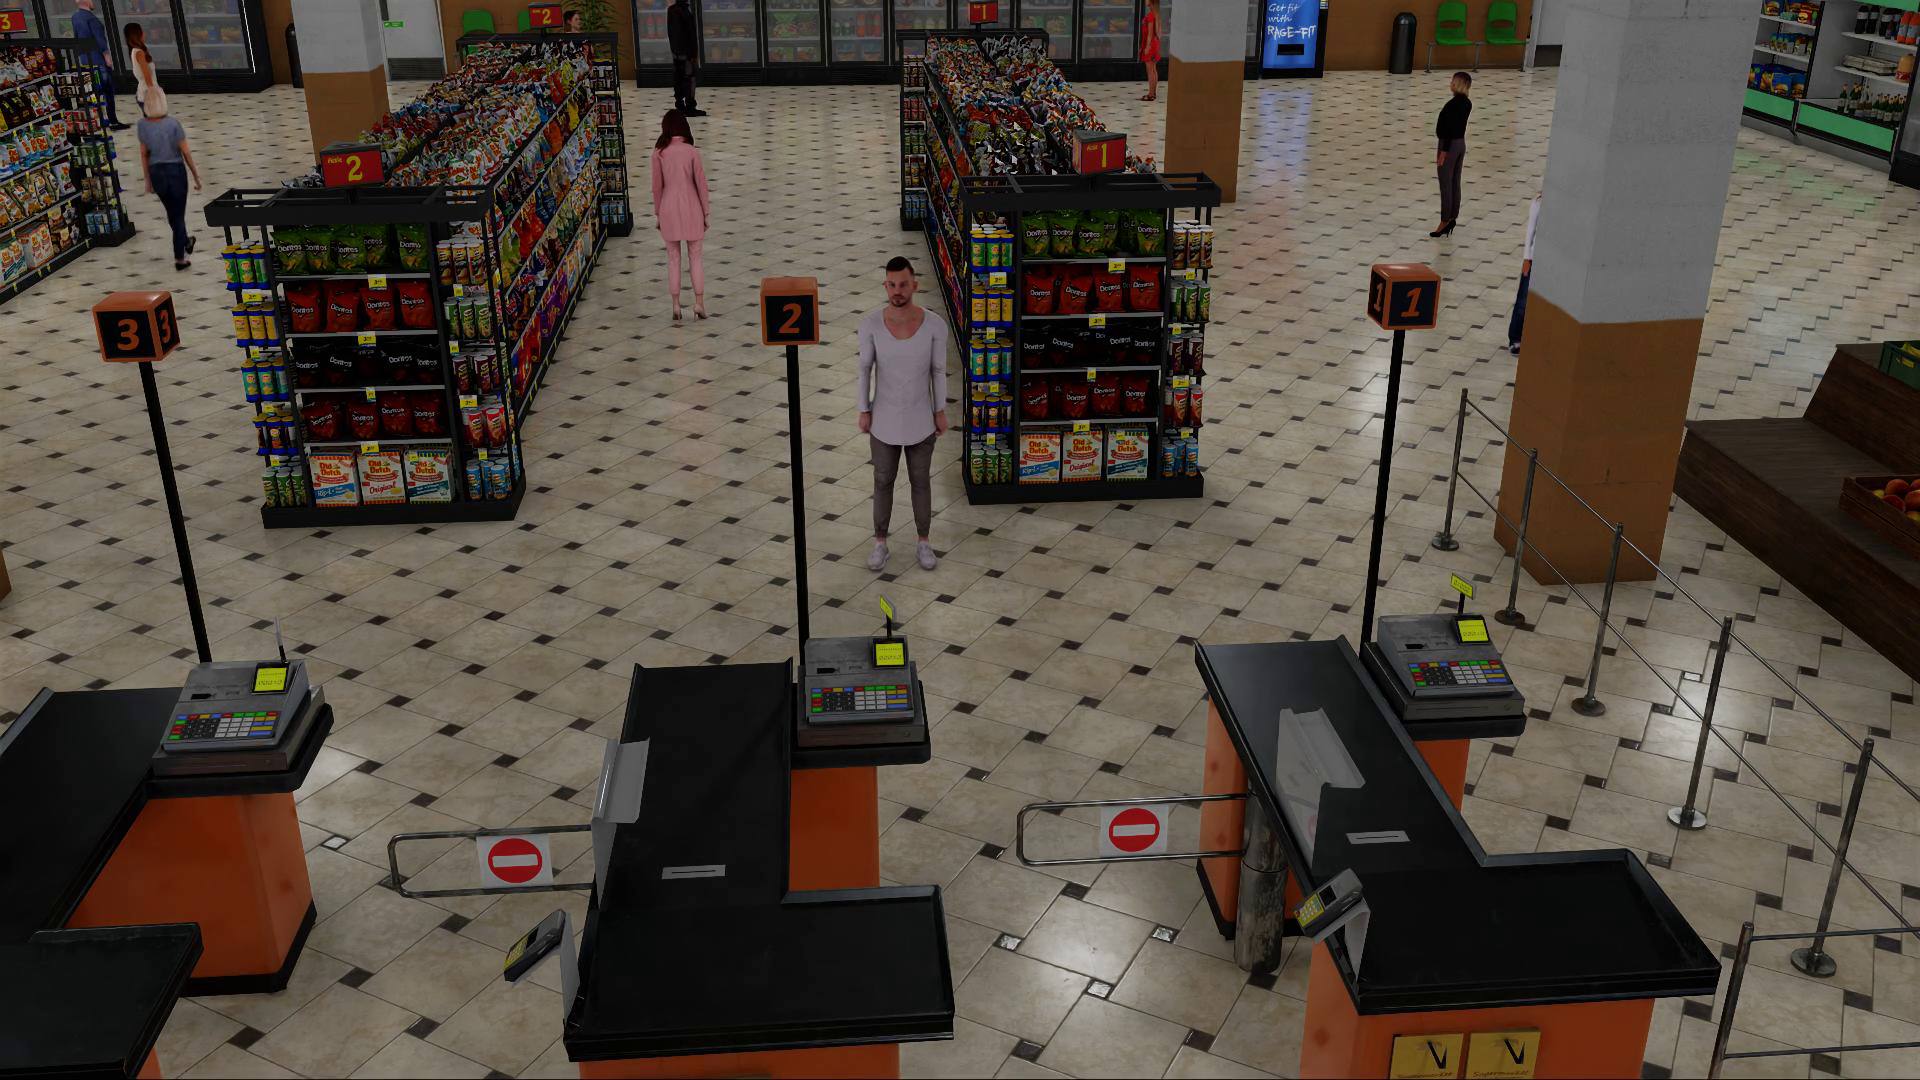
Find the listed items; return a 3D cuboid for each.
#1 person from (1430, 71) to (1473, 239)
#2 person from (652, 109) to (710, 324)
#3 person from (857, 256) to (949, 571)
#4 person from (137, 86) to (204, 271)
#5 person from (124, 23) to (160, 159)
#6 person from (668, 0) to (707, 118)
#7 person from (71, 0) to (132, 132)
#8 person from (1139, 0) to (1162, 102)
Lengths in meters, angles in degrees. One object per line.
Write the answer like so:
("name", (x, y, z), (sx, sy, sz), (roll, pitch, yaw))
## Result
("person", (5.072, -3.968, 17.131), (0.734, 1.671, 0.671), (18, 29, 35))
("person", (-2.388, -2.761, 14.209), (0.621, 1.801, 0.517), (-1, 24, -3))
("person", (-0.329, -0.723, 9.503), (0.670, 1.840, 0.550), (-1, 24, -2))
("person", (-7.561, -3.412, 15.838), (0.635, 1.689, 1.029), (-1, 24, -2))
("person", (-9.801, -5.308, 20.051), (0.730, 1.785, 0.620), (-15, 28, -31))
("person", (-4.006, -7.073, 24.033), (0.845, 1.825, 0.756), (-21, 31, -40))
("person", (-11.897, -6.586, 22.921), (0.805, 1.826, 0.790), (11, 26, 23))
("person", (2.923, -7.526, 25.359), (0.711, 1.592, 0.608), (9, 25, 19))
